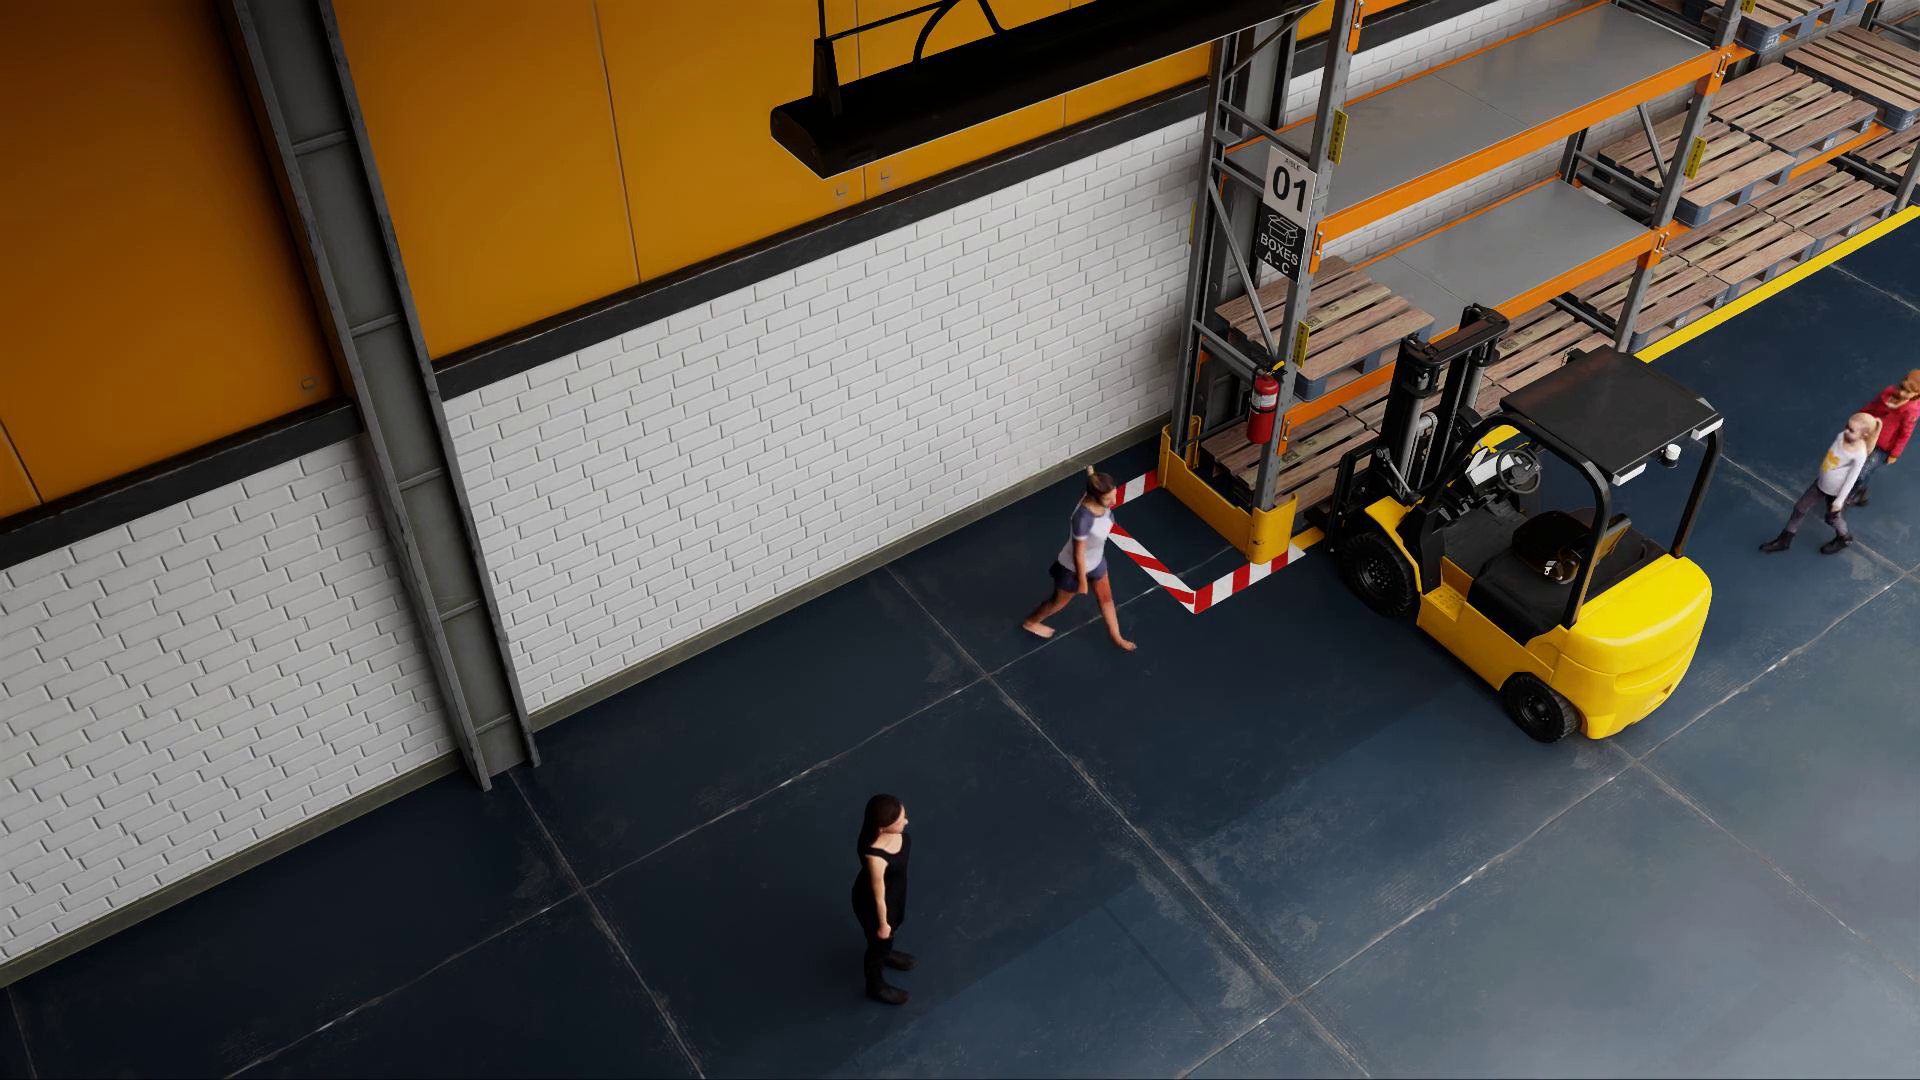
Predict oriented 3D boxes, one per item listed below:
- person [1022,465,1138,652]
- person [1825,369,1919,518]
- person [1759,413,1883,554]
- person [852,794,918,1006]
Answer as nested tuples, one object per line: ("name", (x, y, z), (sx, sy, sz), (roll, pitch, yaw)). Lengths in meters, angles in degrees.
("person", (0.722, 0.117, 10.952), (0.943, 1.580, 1.050), (17, 46, 17))
("person", (6.699, -0.721, 12.037), (0.741, 1.297, 0.658), (-7, 44, -7))
("person", (6.195, -0.370, 11.693), (0.951, 1.263, 0.750), (-6, 44, -6))
("person", (-0.418, 1.913, 8.990), (0.741, 1.686, 0.679), (7, 44, 7))
